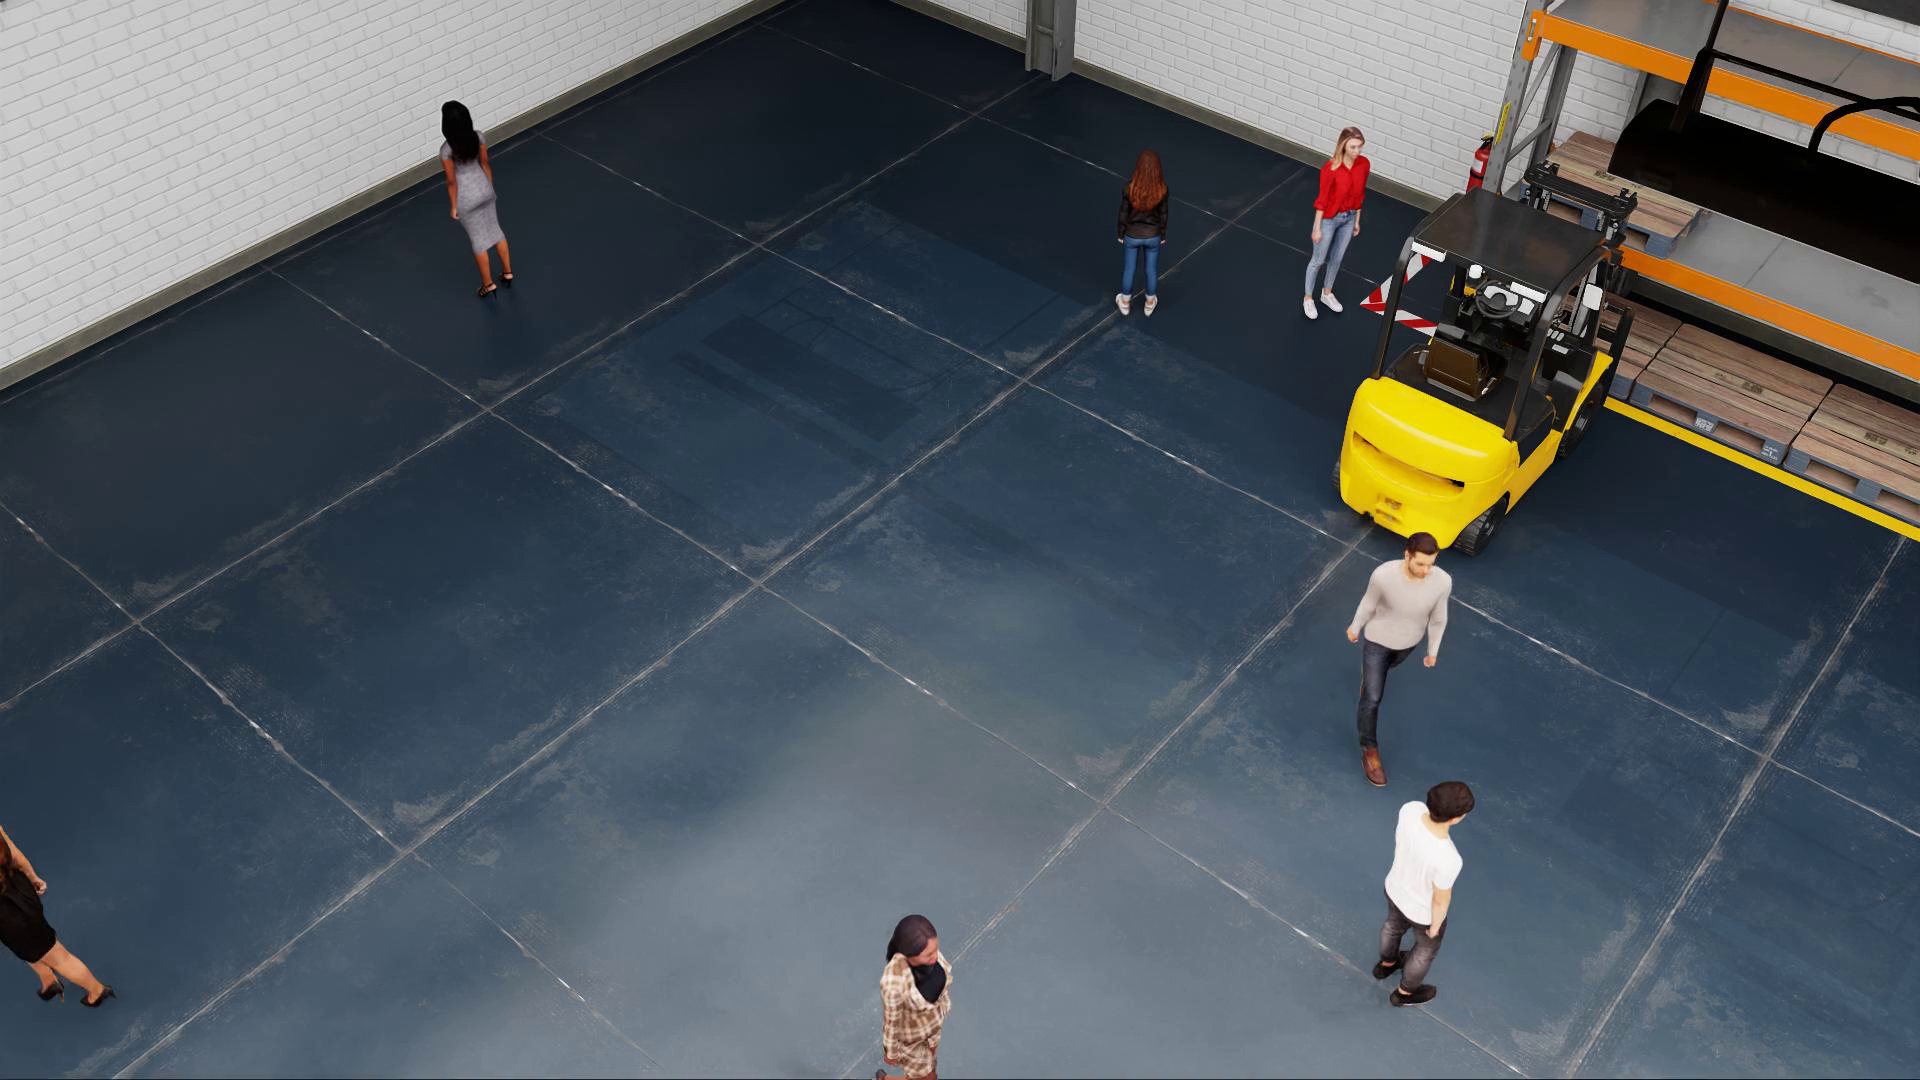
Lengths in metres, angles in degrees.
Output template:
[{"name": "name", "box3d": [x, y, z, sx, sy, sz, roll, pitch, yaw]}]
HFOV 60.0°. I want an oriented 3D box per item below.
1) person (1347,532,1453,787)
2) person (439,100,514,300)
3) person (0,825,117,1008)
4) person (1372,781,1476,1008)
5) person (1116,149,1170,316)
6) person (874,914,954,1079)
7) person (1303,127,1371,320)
[{"name": "person", "box3d": [2.622, 0.522, 10.113, 1.242, 1.817, 1.250, 1, 44, 1]}, {"name": "person", "box3d": [-3.965, -2.780, 13.605, 0.509, 1.781, 0.583, 32, 52, 29]}, {"name": "person", "box3d": [-4.788, 1.942, 8.619, 0.831, 1.822, 0.770, -2, 44, -2]}, {"name": "person", "box3d": [2.378, 1.860, 8.781, 0.792, 1.717, 0.680, -17, 46, -17]}, {"name": "person", "box3d": [1.486, -2.492, 13.521, 0.605, 1.480, 0.686, 1, 44, 1]}, {"name": "person", "box3d": [-0.291, 2.375, 8.193, 0.731, 1.783, 0.660, 21, 48, 21]}, {"name": "person", "box3d": [3.041, -2.583, 13.454, 0.689, 1.704, 0.668, -16, 46, -16]}]
